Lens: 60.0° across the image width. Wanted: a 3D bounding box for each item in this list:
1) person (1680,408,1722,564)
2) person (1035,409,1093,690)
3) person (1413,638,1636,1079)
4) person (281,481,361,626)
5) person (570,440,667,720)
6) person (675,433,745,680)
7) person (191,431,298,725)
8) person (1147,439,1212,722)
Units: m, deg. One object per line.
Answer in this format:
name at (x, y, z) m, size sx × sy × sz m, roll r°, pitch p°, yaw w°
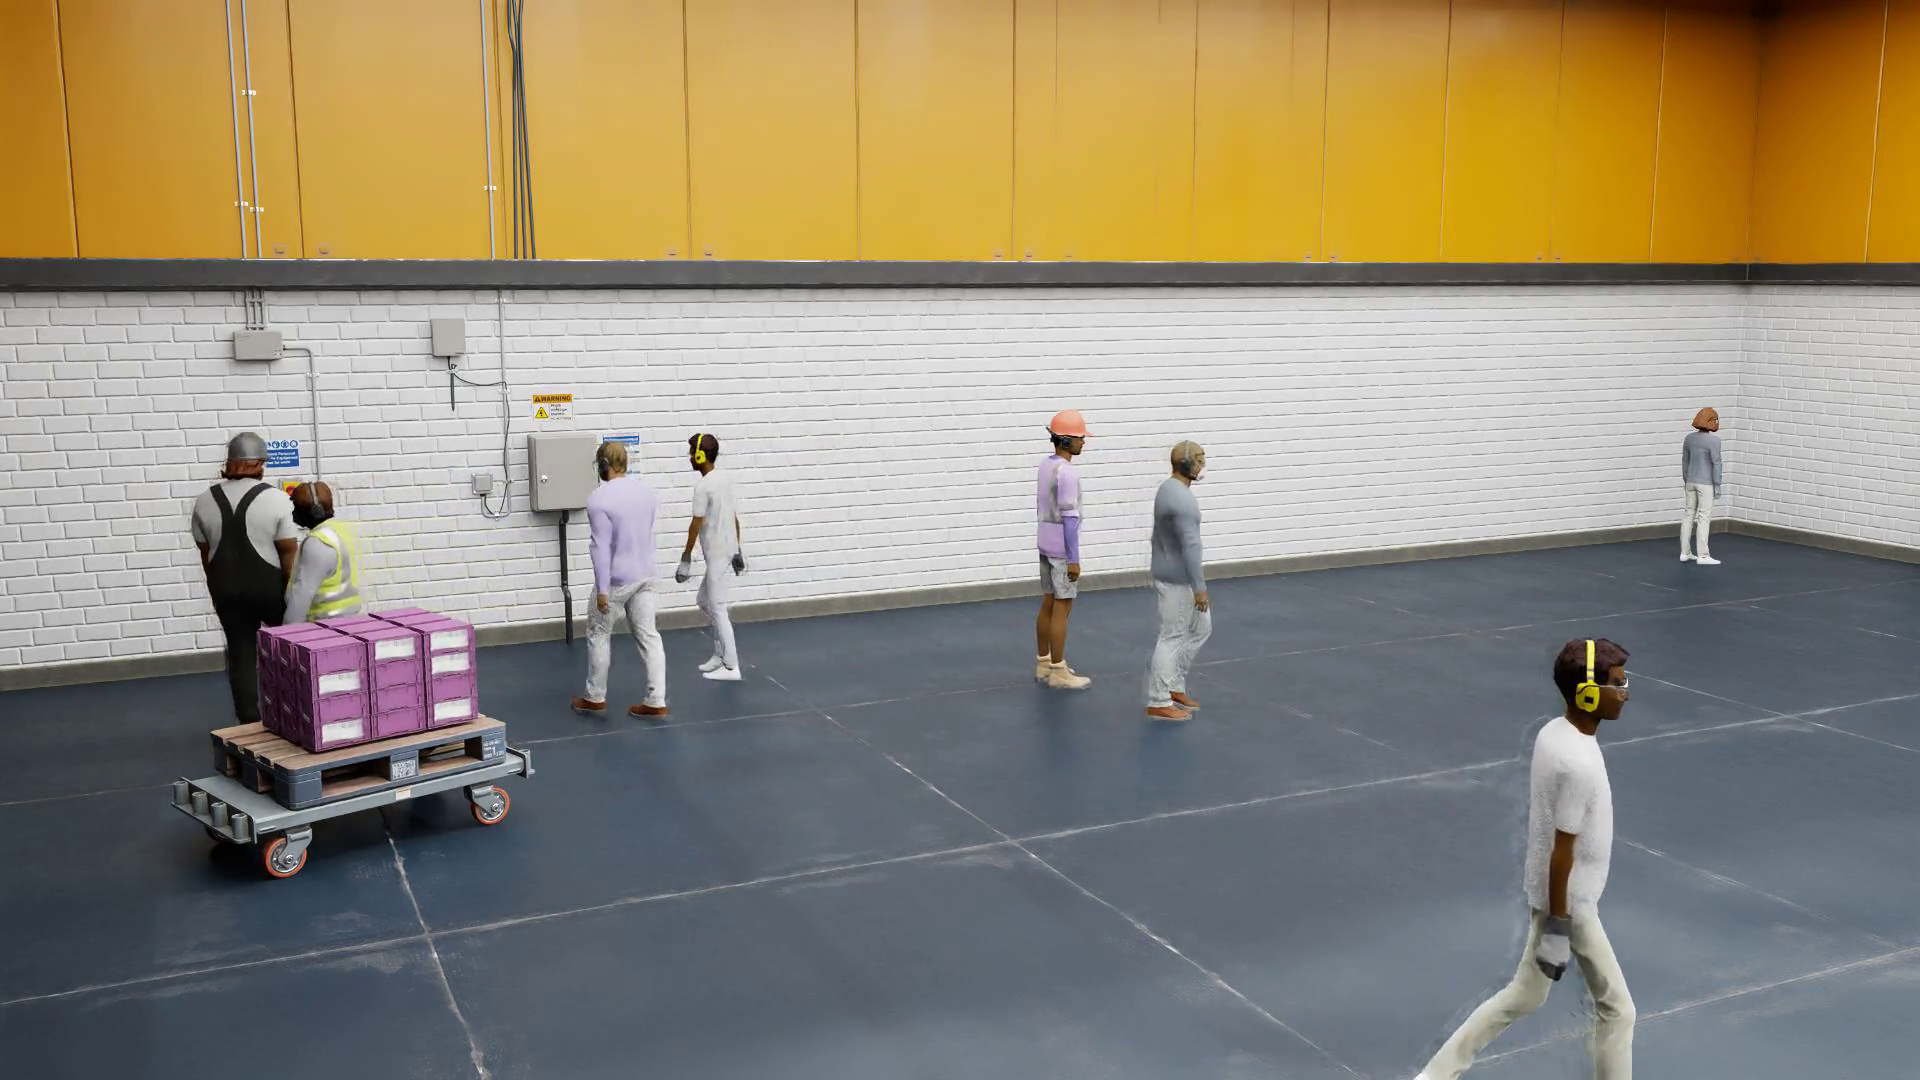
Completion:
person at (7.734, -0.564, 17.331) m, size 0.283 × 1.633 × 0.497 m, roll -3°, pitch 10°, yaw -20°
person at (0.763, 0.064, 12.163) m, size 0.396 × 2.042 × 0.611 m, roll -2°, pitch 9°, yaw -15°
person at (2.017, 1.221, 5.681) m, size 0.941 × 1.826 × 0.530 m, roll 2°, pitch 9°, yaw 11°
person at (-3.864, 0.523, 10.122) m, size 0.992 × 1.787 × 0.622 m, roll -3°, pitch 10°, yaw -15°
person at (-2.360, 0.276, 11.291) m, size 0.856 × 1.901 × 0.645 m, roll 6°, pitch 11°, yaw 31°
person at (-1.858, 0.132, 12.370) m, size 0.549 × 1.846 × 0.560 m, roll 2°, pitch 9°, yaw 13°
person at (-4.558, 0.289, 10.774) m, size 0.699 × 2.000 × 0.541 m, roll 1°, pitch 9°, yaw 4°
person at (1.502, 0.283, 11.206) m, size 0.542 × 1.921 × 0.641 m, roll 1°, pitch 9°, yaw 3°
